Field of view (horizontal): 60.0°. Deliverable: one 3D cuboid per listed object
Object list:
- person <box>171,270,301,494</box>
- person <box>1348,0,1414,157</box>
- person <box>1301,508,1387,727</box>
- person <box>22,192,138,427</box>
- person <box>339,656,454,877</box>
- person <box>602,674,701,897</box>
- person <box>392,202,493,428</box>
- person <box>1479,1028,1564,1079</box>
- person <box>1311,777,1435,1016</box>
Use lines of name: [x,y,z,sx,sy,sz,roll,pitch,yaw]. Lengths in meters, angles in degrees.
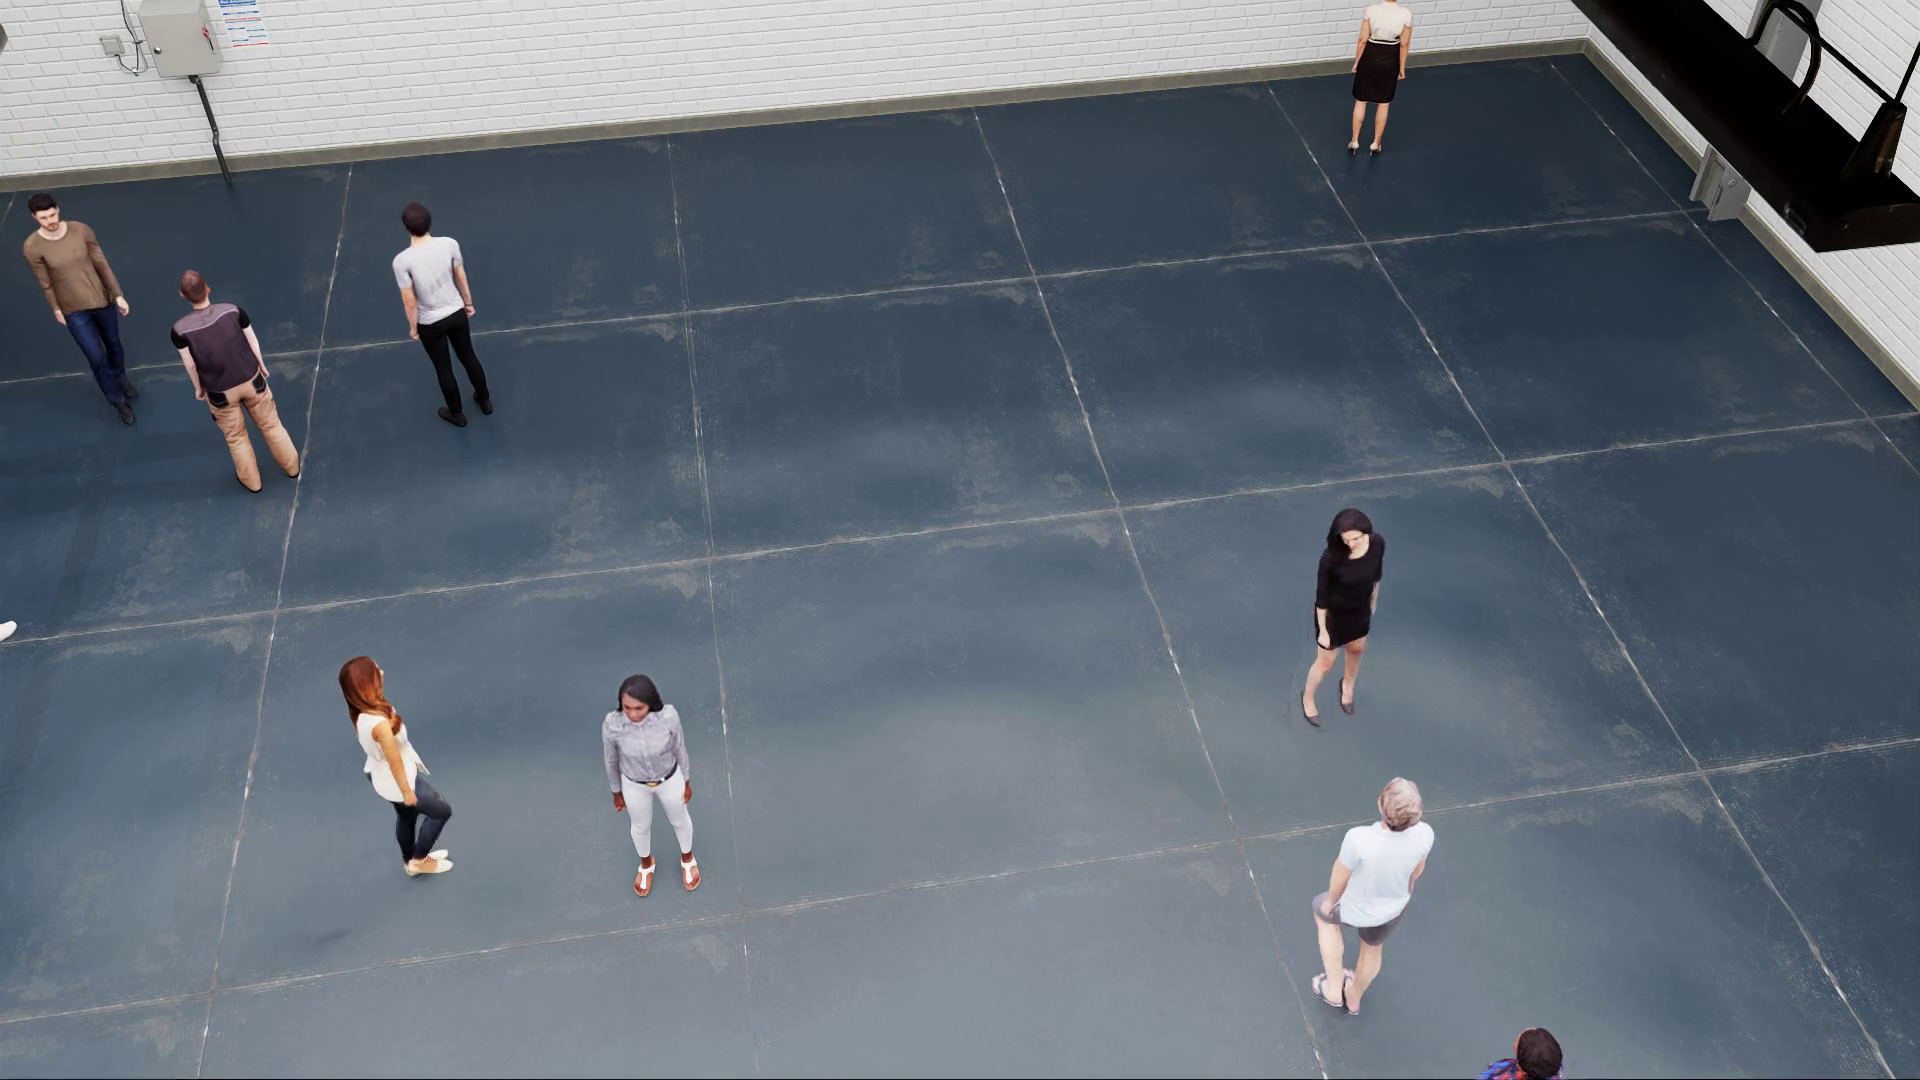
person: [-5.162,-1.129,11.786,0.763,1.841,0.735,-24,49,-23]
person: [3.829,-4.336,15.216,0.712,1.754,0.682,11,45,11]
person: [2.328,0.469,10.152,0.656,1.781,0.593,-25,49,-24]
person: [-6.599,-1.830,12.504,1.042,1.866,0.933,34,53,31]
person: [-3.213,1.345,9.240,0.764,1.772,0.652,-27,50,-25]
person: [-1.708,1.353,9.266,0.598,1.723,0.496,-6,44,-6]
person: [-3.844,-1.656,12.323,0.740,1.863,0.725,-30,51,-28]
person: [2.553,2.819,7.739,0.763,1.707,1.138,-16,46,-17]
person: [2.128,1.936,8.585,0.688,1.819,0.627,-4,44,-4]
